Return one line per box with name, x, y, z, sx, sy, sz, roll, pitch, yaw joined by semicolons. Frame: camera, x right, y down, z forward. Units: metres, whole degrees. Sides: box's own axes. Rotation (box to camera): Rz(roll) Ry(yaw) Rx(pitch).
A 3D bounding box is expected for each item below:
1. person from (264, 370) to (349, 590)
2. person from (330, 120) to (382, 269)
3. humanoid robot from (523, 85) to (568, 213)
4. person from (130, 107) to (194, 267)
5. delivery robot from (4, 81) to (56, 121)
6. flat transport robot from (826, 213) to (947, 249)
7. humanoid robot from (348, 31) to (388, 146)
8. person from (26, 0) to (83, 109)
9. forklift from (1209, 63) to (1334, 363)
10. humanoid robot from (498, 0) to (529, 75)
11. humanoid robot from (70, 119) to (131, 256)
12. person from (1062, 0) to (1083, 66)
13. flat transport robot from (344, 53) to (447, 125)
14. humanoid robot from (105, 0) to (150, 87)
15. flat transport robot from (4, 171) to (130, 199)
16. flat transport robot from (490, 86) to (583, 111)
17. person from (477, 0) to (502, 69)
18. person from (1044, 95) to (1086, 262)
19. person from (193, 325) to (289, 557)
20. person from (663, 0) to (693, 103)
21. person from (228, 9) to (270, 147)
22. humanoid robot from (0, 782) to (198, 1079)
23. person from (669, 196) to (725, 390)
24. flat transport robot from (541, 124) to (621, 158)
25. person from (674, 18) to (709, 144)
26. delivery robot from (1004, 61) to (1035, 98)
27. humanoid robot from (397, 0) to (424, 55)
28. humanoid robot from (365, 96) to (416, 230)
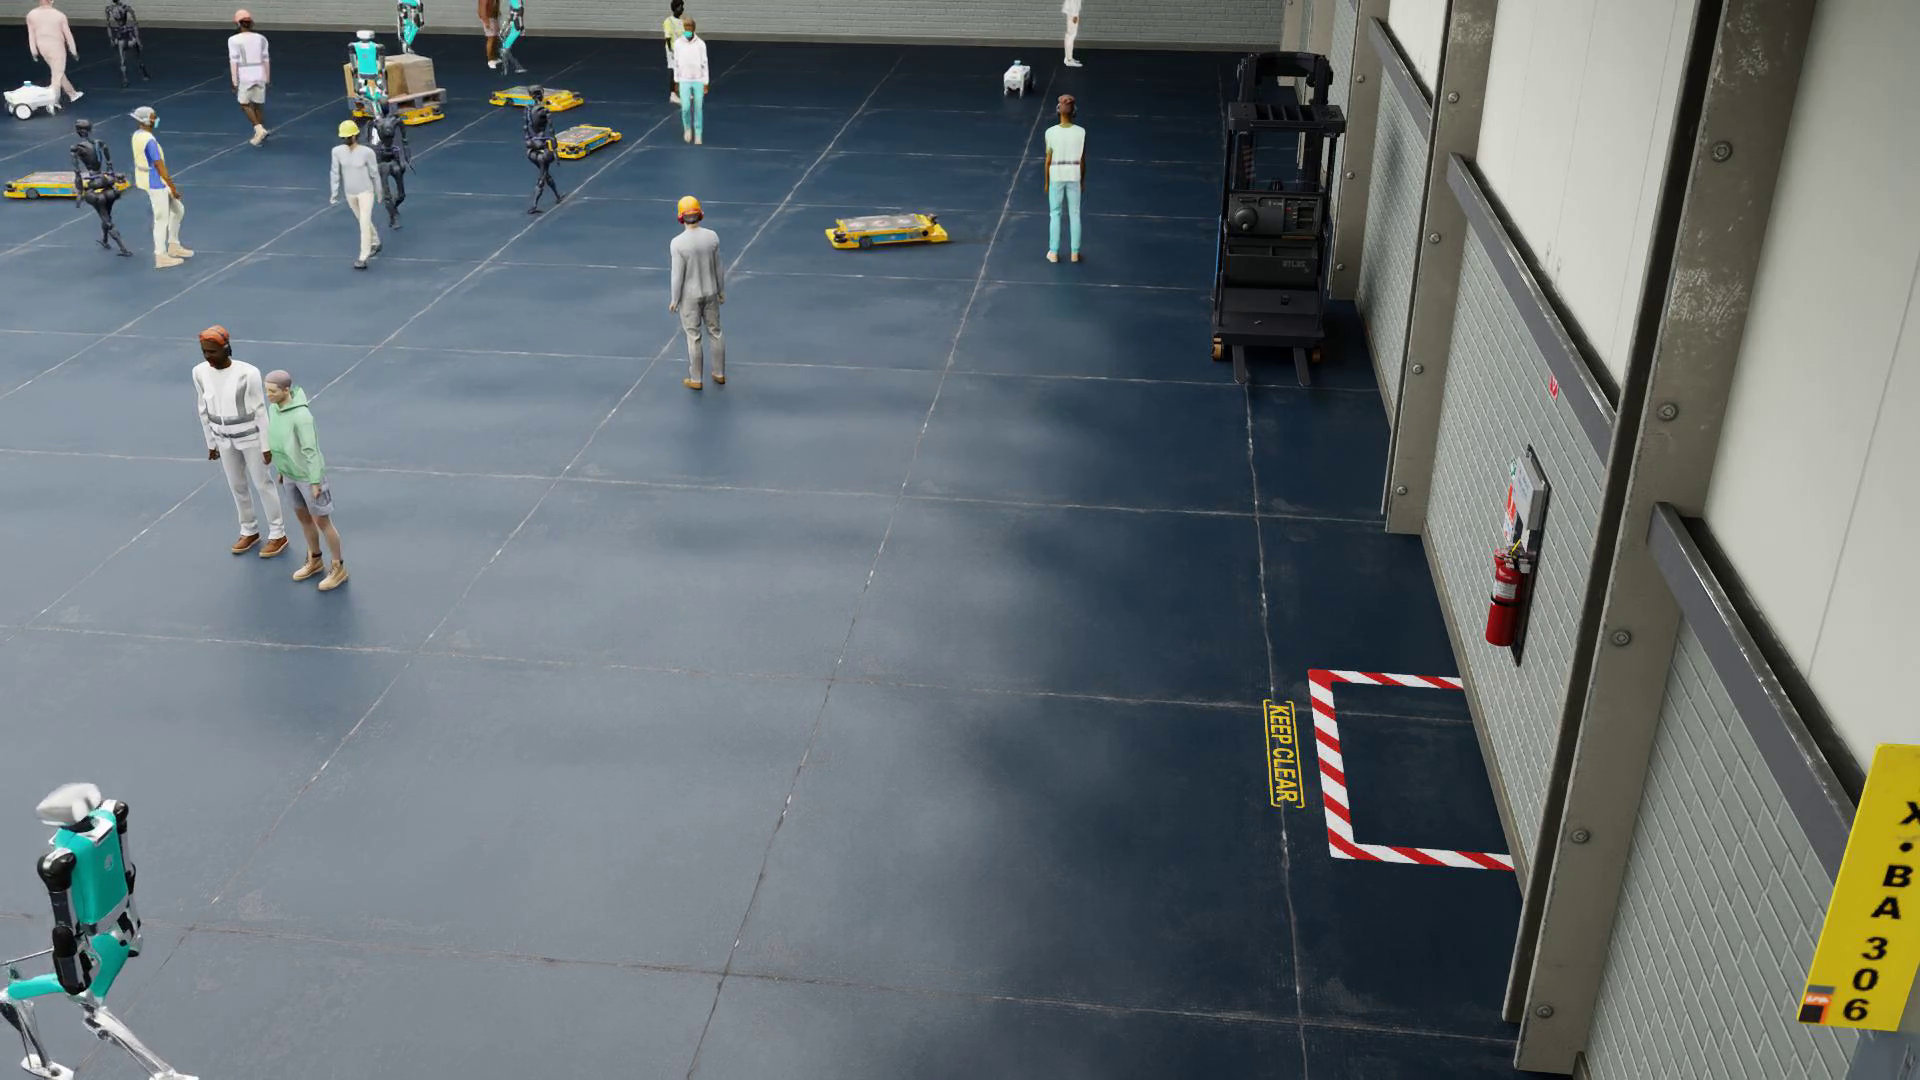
person;-4.910;-0.463;12.431;0.471;1.734;0.324;16;31;29
person;-7.156;-4.138;19.776;0.536;1.712;0.930;4;27;7
humanoid robot;-5.499;-5.174;21.941;0.610;1.620;0.801;18;32;32
person;-9.434;-4.176;19.694;0.624;1.874;0.541;-16;31;-30
delivery robot;-15.188;-7.161;27.136;0.785;0.614;0.499;-23;35;-38
flat transport robot;-0.926;-3.876;20.875;1.431;0.231;0.659;-6;27;-13
humanoid robot;-8.883;-6.882;25.269;0.576;1.751;0.924;-2;27;-4
person;-15.065;-8.148;27.638;0.648;1.850;1.025;2;27;4
forklift;3.241;-3.477;17.183;1.129;2.768;1.873;3;27;6
humanoid robot;-8.186;-9.248;30.009;0.797;1.833;0.530;-16;31;-28
humanoid robot;-10.462;-4.258;20.106;0.743;1.628;0.602;10;28;20
person;2.087;-9.769;30.845;0.407;1.879;0.499;0;27;0
flat transport robot;-9.147;-6.963;27.039;1.431;0.231;0.659;16;31;28
humanoid robot;-14.688;-8.856;29.320;0.589;1.650;0.755;0;27;0
flat transport robot;-12.279;-4.873;22.866;1.431;0.231;0.659;2;27;3
flat transport robot;-7.122;-7.417;27.946;1.431;0.231;0.659;11;28;20
person;-8.683;-9.675;30.724;0.405;1.827;0.831;3;27;6
person;1.242;-4.283;19.786;0.483;1.978;0.411;0;27;0
person;-5.579;-0.761;12.870;0.565;1.878;0.354;5;27;9
person;-4.761;-8.242;28.001;0.346;1.692;0.552;15;30;27
person;-10.643;-6.935;25.054;0.591;2.006;0.655;22;34;36
humanoid robot;-4.209;1.895;7.765;1.027;1.766;0.542;3;27;7
person;-2.538;-2.384;16.094;0.572;1.889;0.375;-17;31;-30
flat transport robot;-5.765;-6.034;25.184;0.659;0.231;1.431;8;28;16
person;-4.058;-6.934;25.174;0.527;1.893;0.441;-4;27;-9
delivery robot;0.998;-7.979;28.744;0.499;0.592;0.791;6;27;12
humanoid robot;-10.166;-9.427;30.416;0.531;1.823;0.961;8;28;16
humanoid robot;-7.319;-4.841;21.254;0.602;1.644;0.628;-19;32;-32
